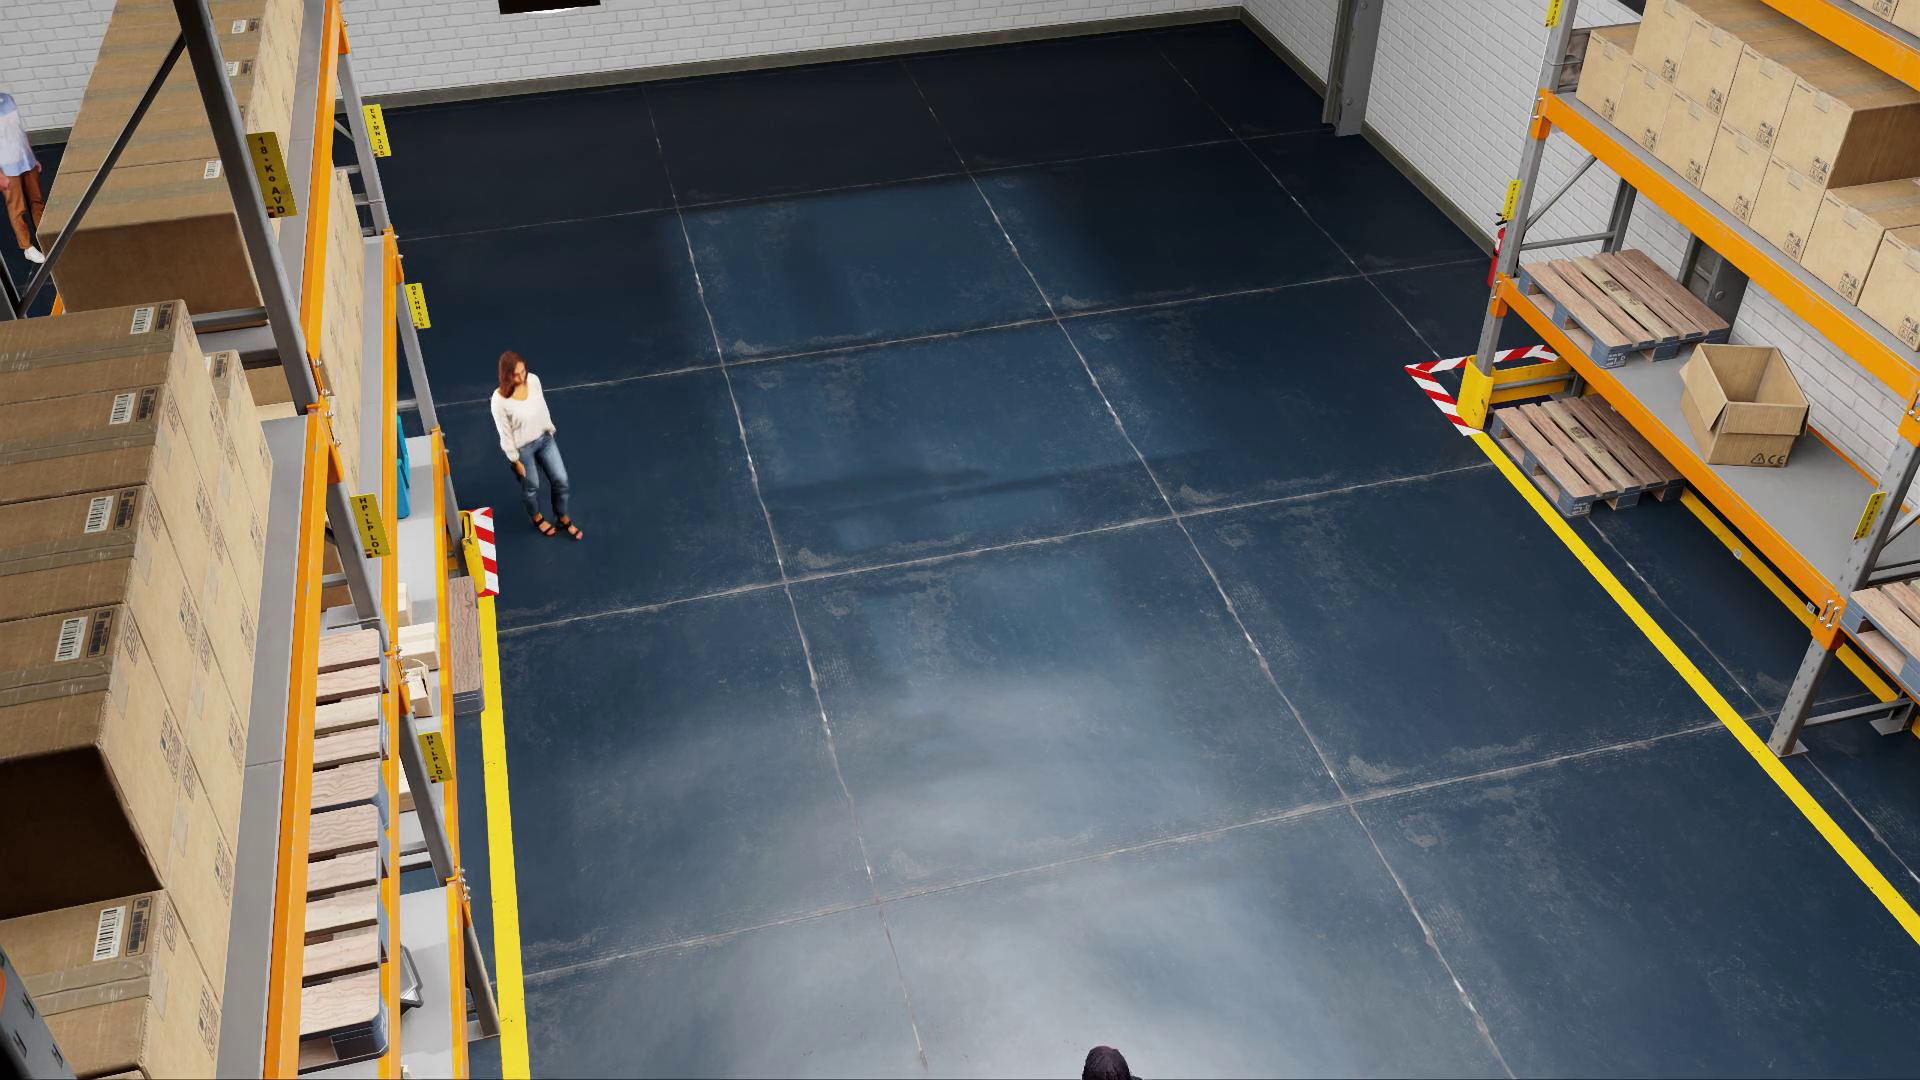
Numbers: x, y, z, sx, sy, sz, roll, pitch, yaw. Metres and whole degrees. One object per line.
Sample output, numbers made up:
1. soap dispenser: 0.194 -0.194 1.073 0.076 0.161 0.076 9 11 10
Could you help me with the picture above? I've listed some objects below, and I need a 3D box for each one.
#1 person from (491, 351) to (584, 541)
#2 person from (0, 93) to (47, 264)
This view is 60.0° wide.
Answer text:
1. person: -3.154 -0.698 11.926 0.840 1.661 0.789 25 45 28
2. person: -8.696 -3.468 15.262 0.827 1.825 0.685 9 39 11
